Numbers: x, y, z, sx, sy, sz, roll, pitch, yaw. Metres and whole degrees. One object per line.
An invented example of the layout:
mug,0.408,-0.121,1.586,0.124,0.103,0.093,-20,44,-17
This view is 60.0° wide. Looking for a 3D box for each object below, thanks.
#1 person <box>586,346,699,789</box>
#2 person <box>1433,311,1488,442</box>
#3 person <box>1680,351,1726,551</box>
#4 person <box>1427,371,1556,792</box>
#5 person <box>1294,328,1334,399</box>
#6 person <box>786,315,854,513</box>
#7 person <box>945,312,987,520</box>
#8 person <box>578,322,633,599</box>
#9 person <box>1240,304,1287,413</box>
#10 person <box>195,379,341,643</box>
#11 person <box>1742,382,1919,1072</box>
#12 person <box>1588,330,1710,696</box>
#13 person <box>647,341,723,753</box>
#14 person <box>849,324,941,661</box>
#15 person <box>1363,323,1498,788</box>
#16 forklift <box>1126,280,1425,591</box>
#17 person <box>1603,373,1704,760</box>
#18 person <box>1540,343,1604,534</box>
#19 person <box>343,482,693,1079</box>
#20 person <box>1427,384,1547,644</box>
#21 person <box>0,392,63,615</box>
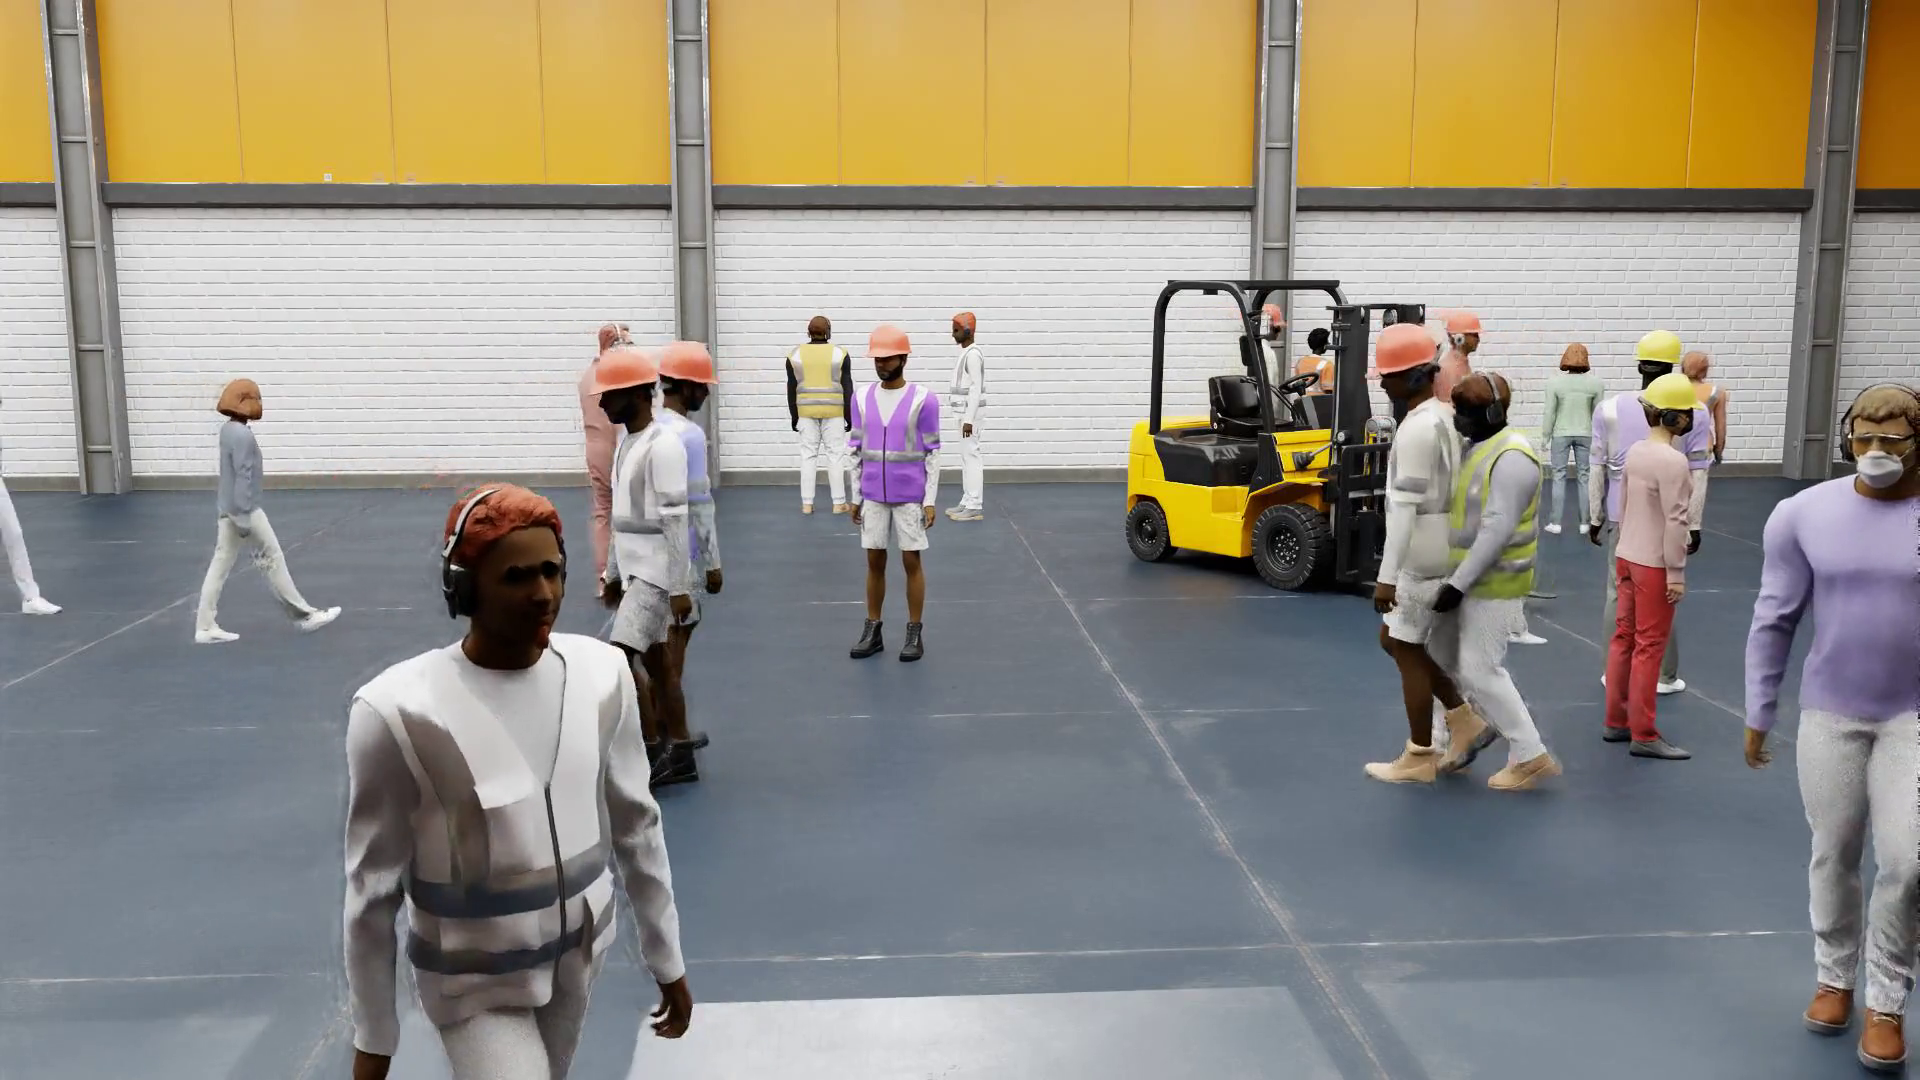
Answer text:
person,-1.379,0.144,7.047,0.615,1.910,0.558,-5,10,-27
person,3.831,-0.792,12.840,1.055,1.939,0.642,6,11,32
person,5.886,-0.721,13.444,0.542,1.589,0.861,4,10,22
person,2.258,0.185,7.111,0.602,1.814,0.637,-1,9,-6
person,3.574,-1.295,16.798,0.321,1.690,0.529,-5,10,-30
person,-1.290,-1.158,15.456,0.626,1.844,0.429,1,9,4
person,0.062,-1.120,15.073,0.356,1.887,0.574,-1,9,-7
person,-2.314,-0.526,11.316,0.435,1.890,0.677,-7,11,-36
person,2.570,-1.106,14.750,0.811,1.968,0.616,-2,9,-10
person,-4.273,-0.182,10.093,0.856,1.581,0.528,-7,11,-37
person,2.552,0.518,4.686,0.657,1.913,0.659,7,11,36
person,3.629,-0.142,8.805,0.589,1.927,0.387,6,11,32
person,-1.304,0.043,7.682,0.446,1.912,0.565,-7,11,-38
person,-0.387,-0.265,9.545,0.547,1.938,0.379,3,10,18
person,1.976,0.080,7.147,0.523,2.010,0.638,4,10,23
forklift,2.301,-0.860,12.475,1.214,2.155,2.313,-6,11,-35
person,3.216,0.115,7.695,0.330,1.768,0.526,0,9,-2
person,5.247,-0.866,14.269,0.507,1.631,0.266,1,9,7
person,-0.735,0.823,3.022,0.951,1.832,0.606,7,12,39
person,3.105,-0.175,10.048,0.809,1.603,0.515,1,9,5
person,-6.415,-0.406,10.823,0.990,1.825,0.524,3,9,16
